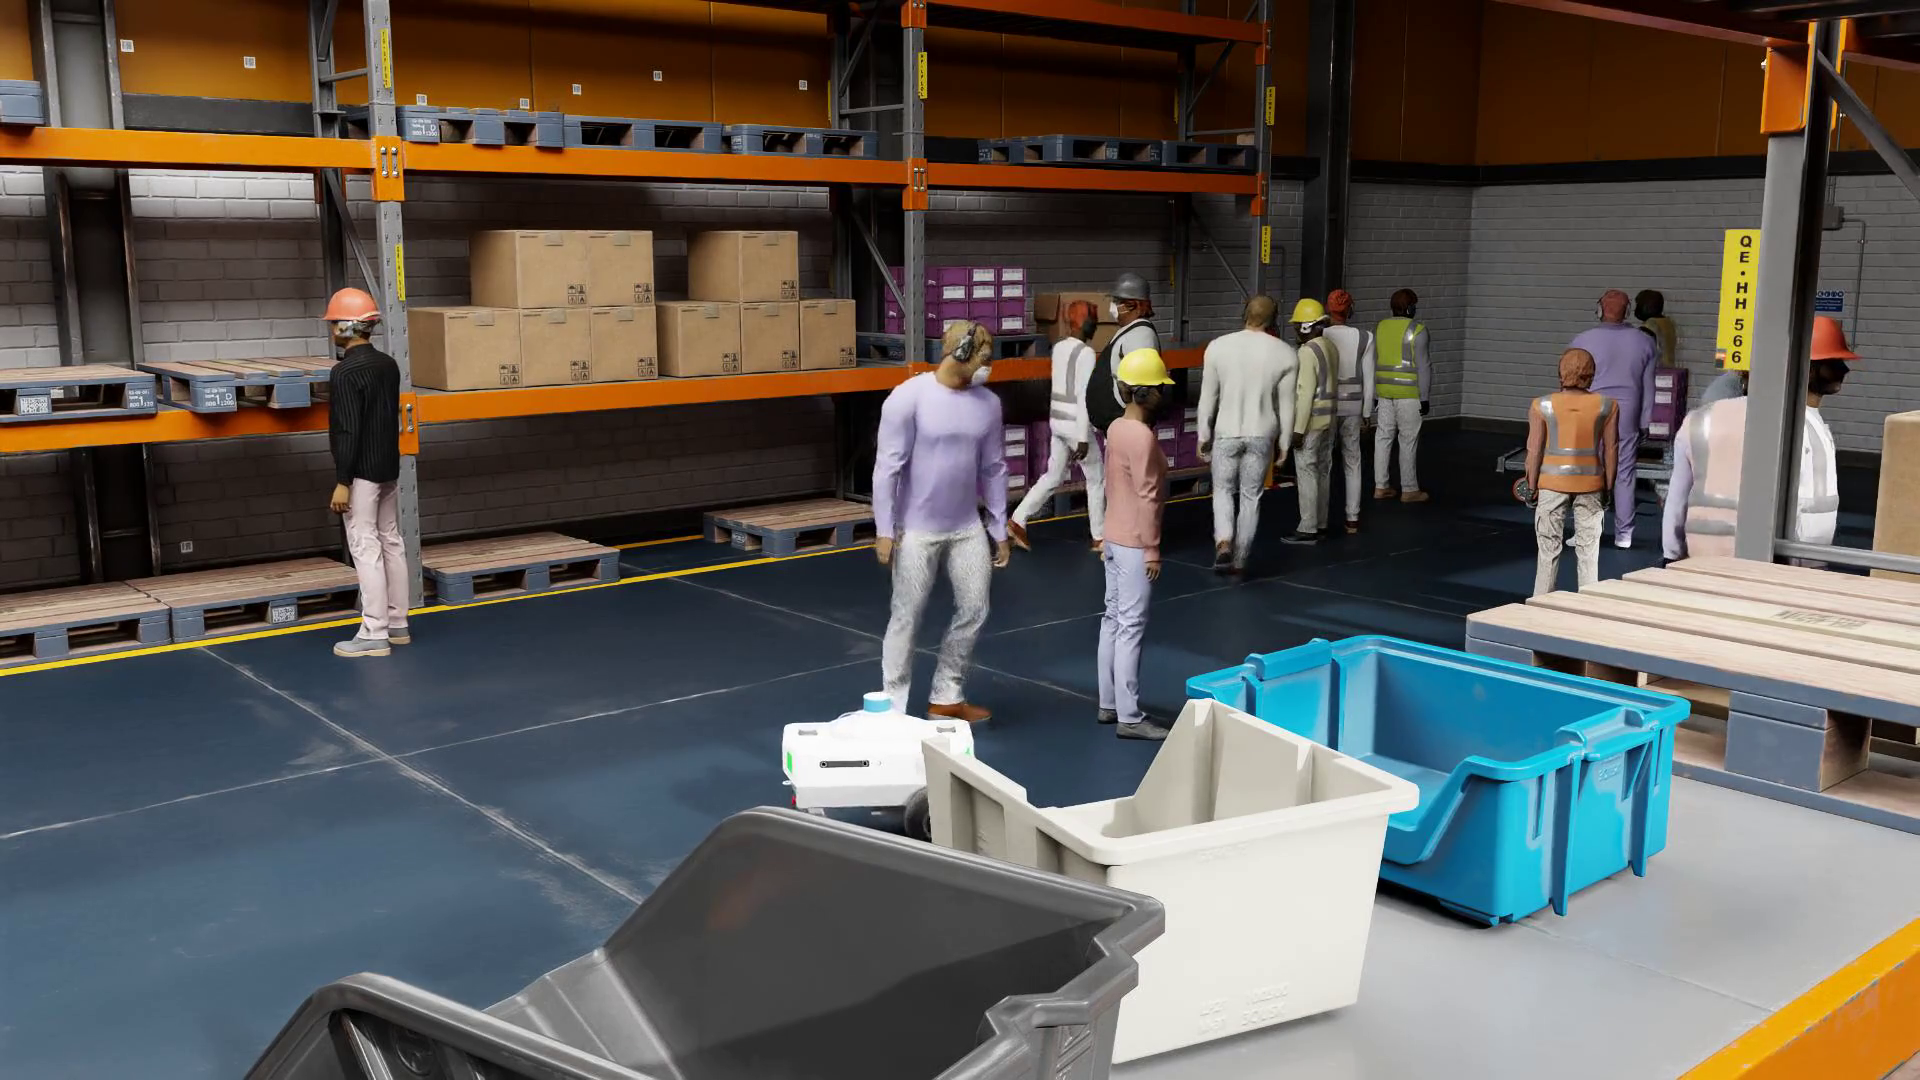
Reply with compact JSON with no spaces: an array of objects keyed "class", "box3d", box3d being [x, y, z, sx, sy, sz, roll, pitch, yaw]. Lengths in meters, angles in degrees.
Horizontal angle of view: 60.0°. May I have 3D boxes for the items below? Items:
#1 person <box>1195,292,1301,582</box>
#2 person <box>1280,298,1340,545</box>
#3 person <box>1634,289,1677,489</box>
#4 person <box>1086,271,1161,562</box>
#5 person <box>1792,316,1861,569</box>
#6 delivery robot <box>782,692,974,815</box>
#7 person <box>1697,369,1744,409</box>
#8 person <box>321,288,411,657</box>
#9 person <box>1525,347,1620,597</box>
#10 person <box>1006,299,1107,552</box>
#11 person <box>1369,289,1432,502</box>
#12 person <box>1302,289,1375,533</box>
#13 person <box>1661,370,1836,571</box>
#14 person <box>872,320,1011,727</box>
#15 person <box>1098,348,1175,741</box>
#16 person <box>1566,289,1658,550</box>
[{"class":"person","box3d":[1.884,-0.661,10.935,0.663,1.918,0.475,2,10,11]},{"class":"person","box3d":[2.600,-0.879,12.406,0.404,1.827,0.600,6,12,31]},{"class":"person","box3d":[6.222,-1.348,15.058,0.436,1.829,0.632,10,14,43]},{"class":"person","box3d":[1.145,-0.866,11.743,0.538,2.000,0.684,1,10,4]},{"class":"person","box3d":[3.442,0.056,6.855,0.347,1.943,0.544,6,12,29]},{"class":"delivery robot","box3d":[-0.311,0.814,6.228,0.707,0.478,0.477,-1,10,-4]},{"class":"person","box3d":[3.487,-0.053,7.475,0.355,1.936,0.637,9,14,42]},{"class":"person","box3d":[-3.244,-0.365,9.059,0.384,1.993,0.622,1,10,7]},{"class":"person","box3d":[3.525,-0.285,9.608,0.514,1.641,0.307,2,10,11]},{"class":"person","box3d":[0.753,-0.805,11.965,0.927,1.853,0.596,-4,11,-23]},{"class":"person","box3d":[3.846,-1.257,14.483,0.429,1.847,0.625,-8,13,-37]},{"class":"person","box3d":[2.906,-0.985,12.851,0.572,1.883,0.355,0,10,1]},{"class":"person","box3d":[3.419,0.065,7.186,0.643,1.804,0.849,9,13,40]},{"class":"person","box3d":[-0.108,-0.033,7.490,0.693,1.901,0.390,-7,12,-35]},{"class":"person","box3d":[0.804,0.018,7.558,0.316,1.769,0.523,-2,10,-12]},{"class":"person","box3d":[4.716,-0.871,12.144,0.652,1.906,0.403,0,10,2]}]
